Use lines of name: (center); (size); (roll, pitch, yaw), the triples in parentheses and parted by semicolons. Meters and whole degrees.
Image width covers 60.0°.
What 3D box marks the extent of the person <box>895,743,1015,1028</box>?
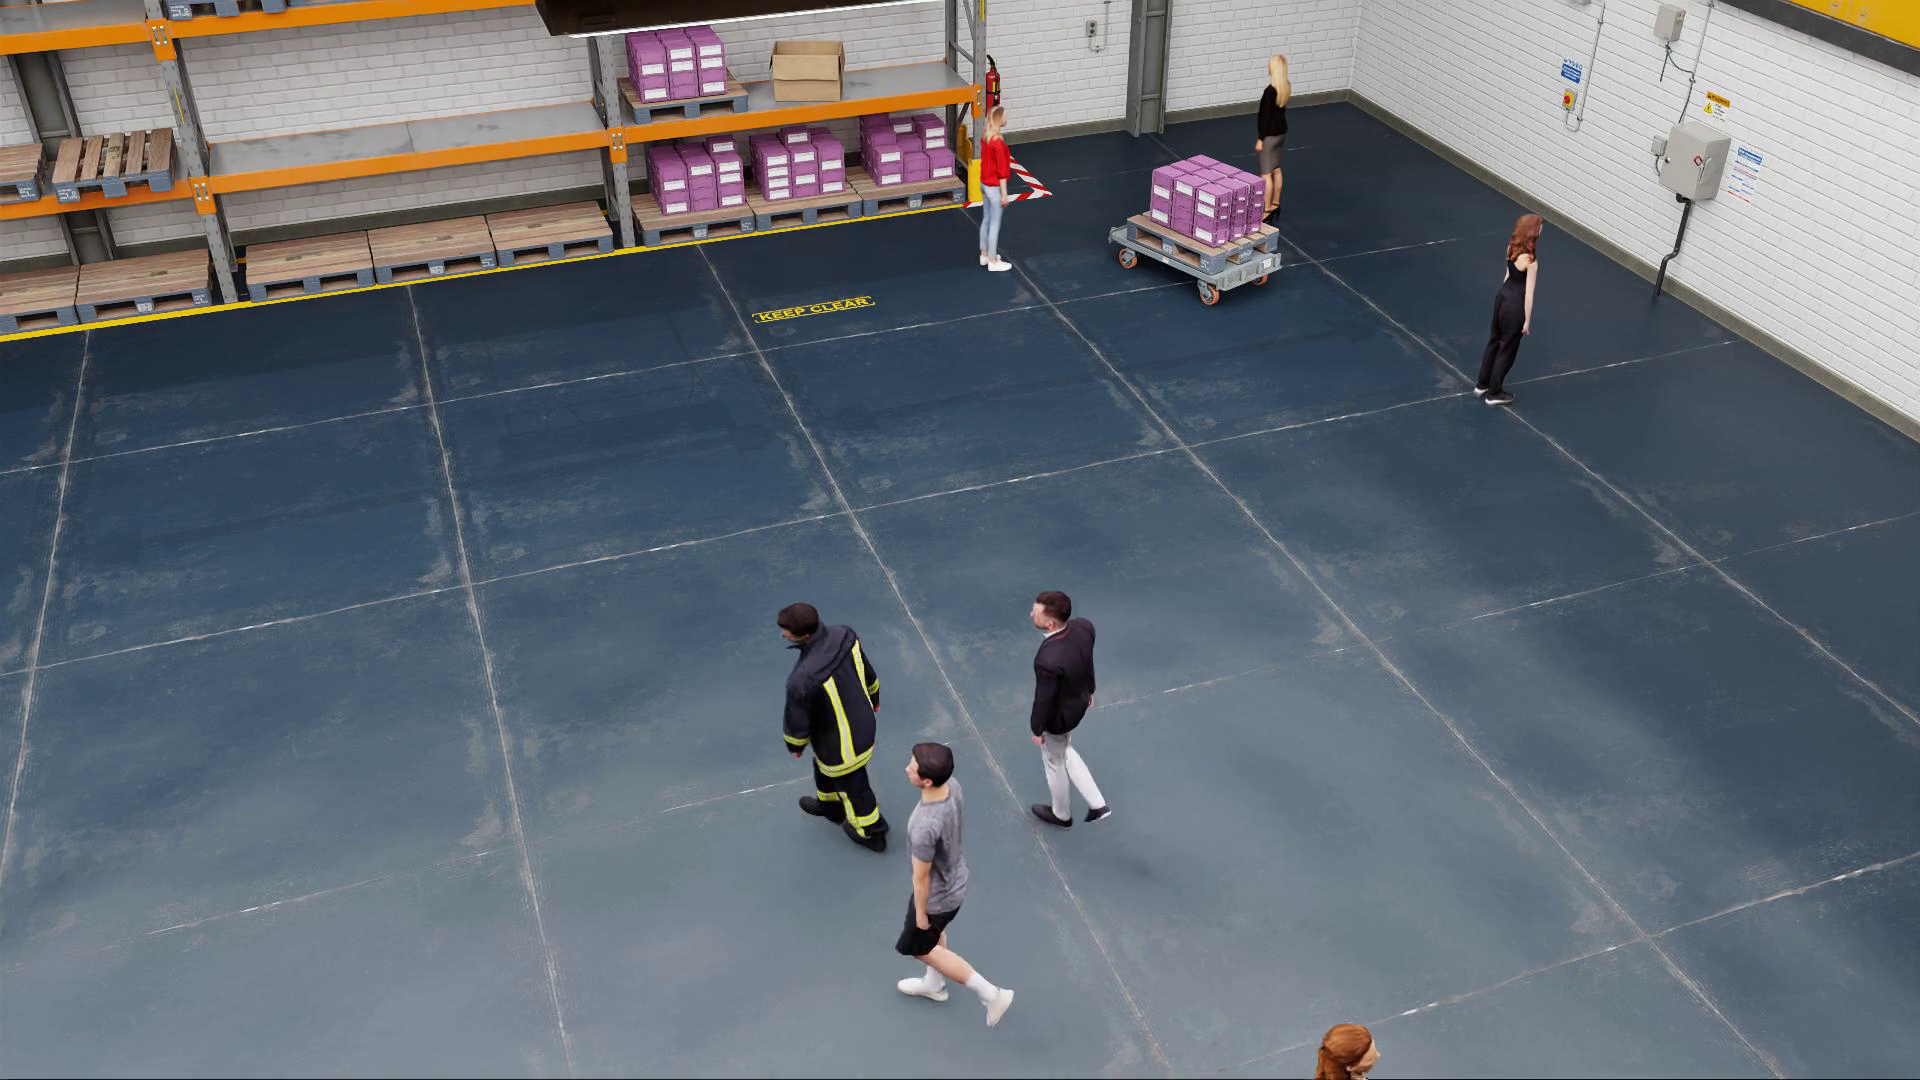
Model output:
person: (-0.022, 1.823, 8.650); (1.068, 1.848, 0.989); (12, 35, 17)

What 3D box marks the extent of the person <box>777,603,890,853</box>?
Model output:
person: (-0.651, 1.096, 9.733); (1.130, 1.860, 1.070); (21, 39, 29)

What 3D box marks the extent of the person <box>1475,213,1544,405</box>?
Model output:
person: (4.807, -2.032, 14.544); (0.507, 1.744, 0.563); (-10, 35, -15)

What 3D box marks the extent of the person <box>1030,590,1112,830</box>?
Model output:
person: (0.673, 1.071, 9.805); (0.948, 1.822, 0.891); (25, 41, 32)

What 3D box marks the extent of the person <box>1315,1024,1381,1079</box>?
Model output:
person: (1.599, 2.773, 7.450); (1.139, 1.593, 0.847); (2, 34, 2)

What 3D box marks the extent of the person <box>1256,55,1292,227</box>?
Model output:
person: (3.349, -4.274, 17.831); (0.758, 1.838, 0.665); (20, 38, 27)

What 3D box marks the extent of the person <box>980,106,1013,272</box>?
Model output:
person: (0.337, -3.576, 16.902); (0.515, 1.704, 0.626); (-14, 36, -19)
